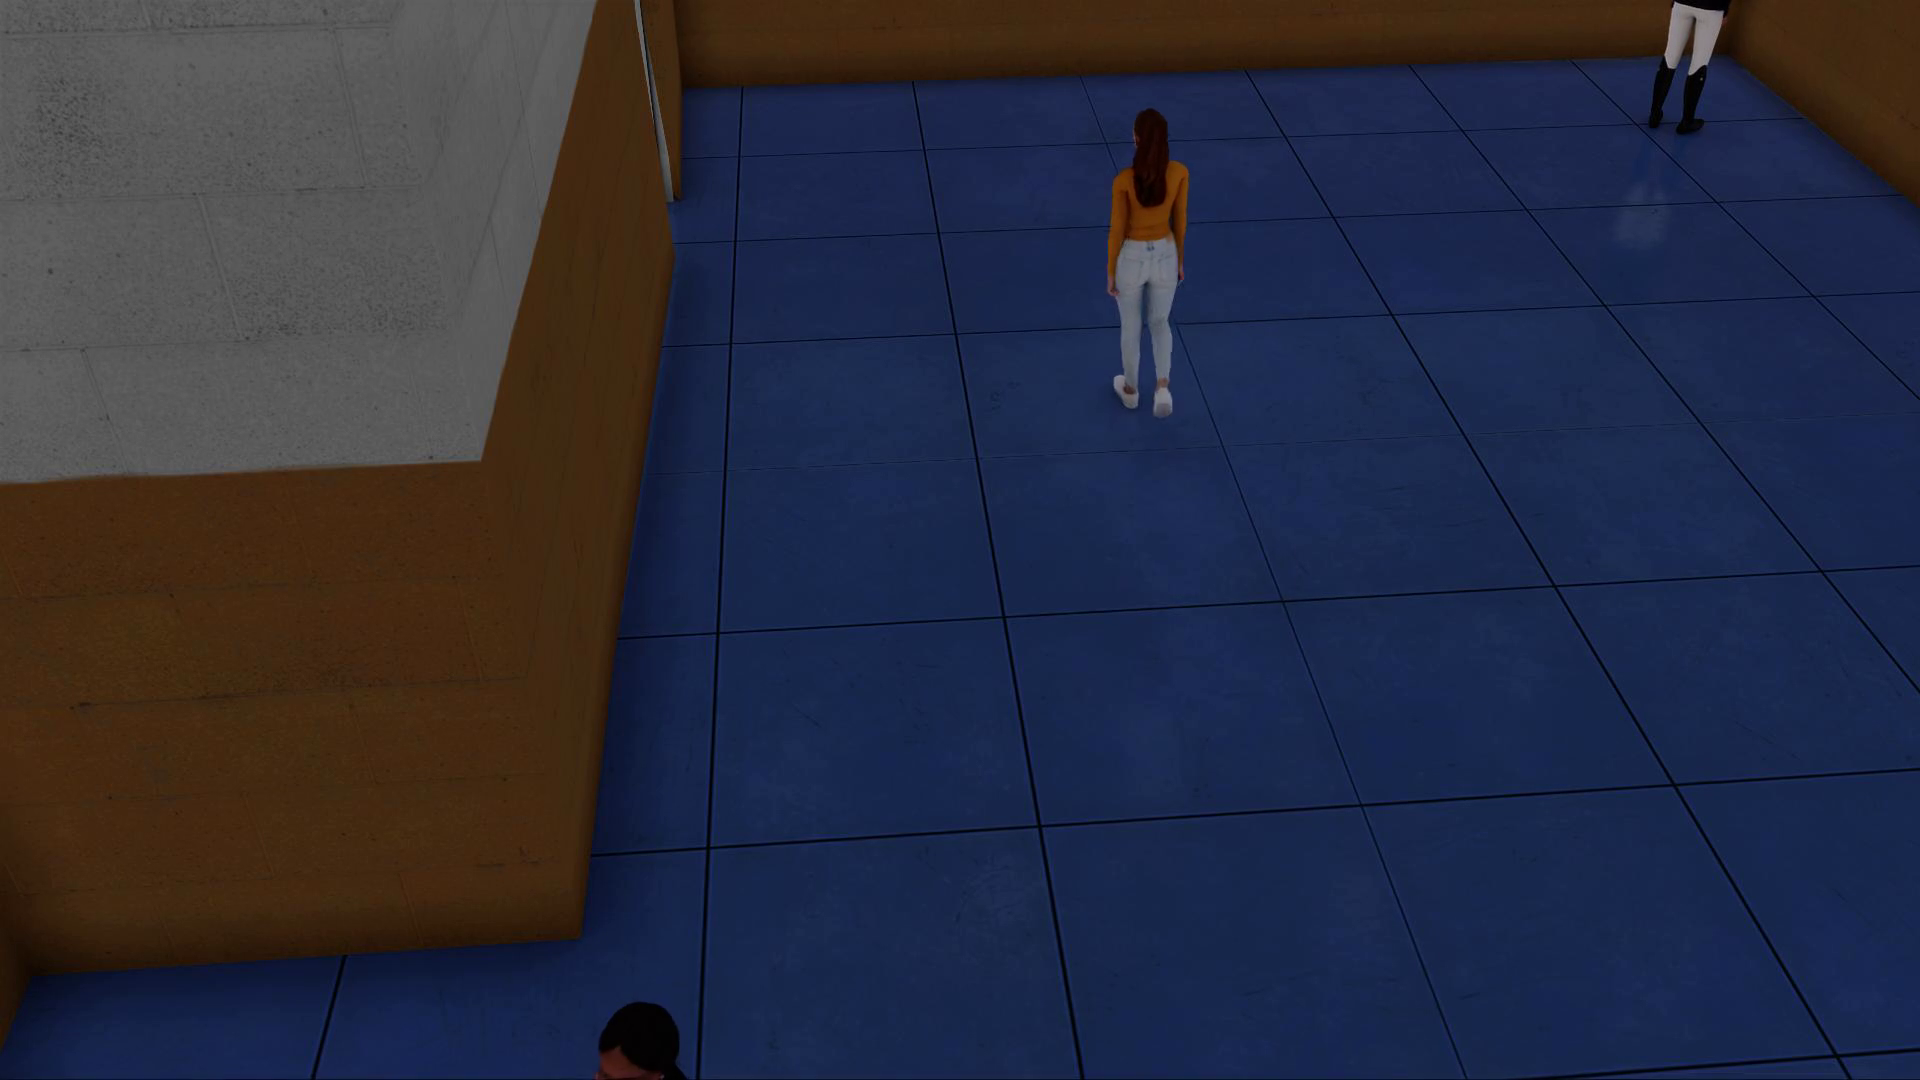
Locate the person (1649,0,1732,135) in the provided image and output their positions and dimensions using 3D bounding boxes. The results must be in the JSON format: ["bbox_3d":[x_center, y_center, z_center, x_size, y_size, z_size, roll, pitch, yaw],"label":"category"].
[{"bbox_3d":[5.254,-3.767,11.842,0.672,1.729,0.726,29,46,33],"label":"person"}]

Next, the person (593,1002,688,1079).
[{"bbox_3d":[-0.774,1.835,4.386,0.665,1.735,0.715,29,46,33],"label":"person"}]

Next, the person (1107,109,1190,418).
[{"bbox_3d":[0.999,-1.377,8.663,0.869,1.739,0.705,-7,37,-9],"label":"person"}]
